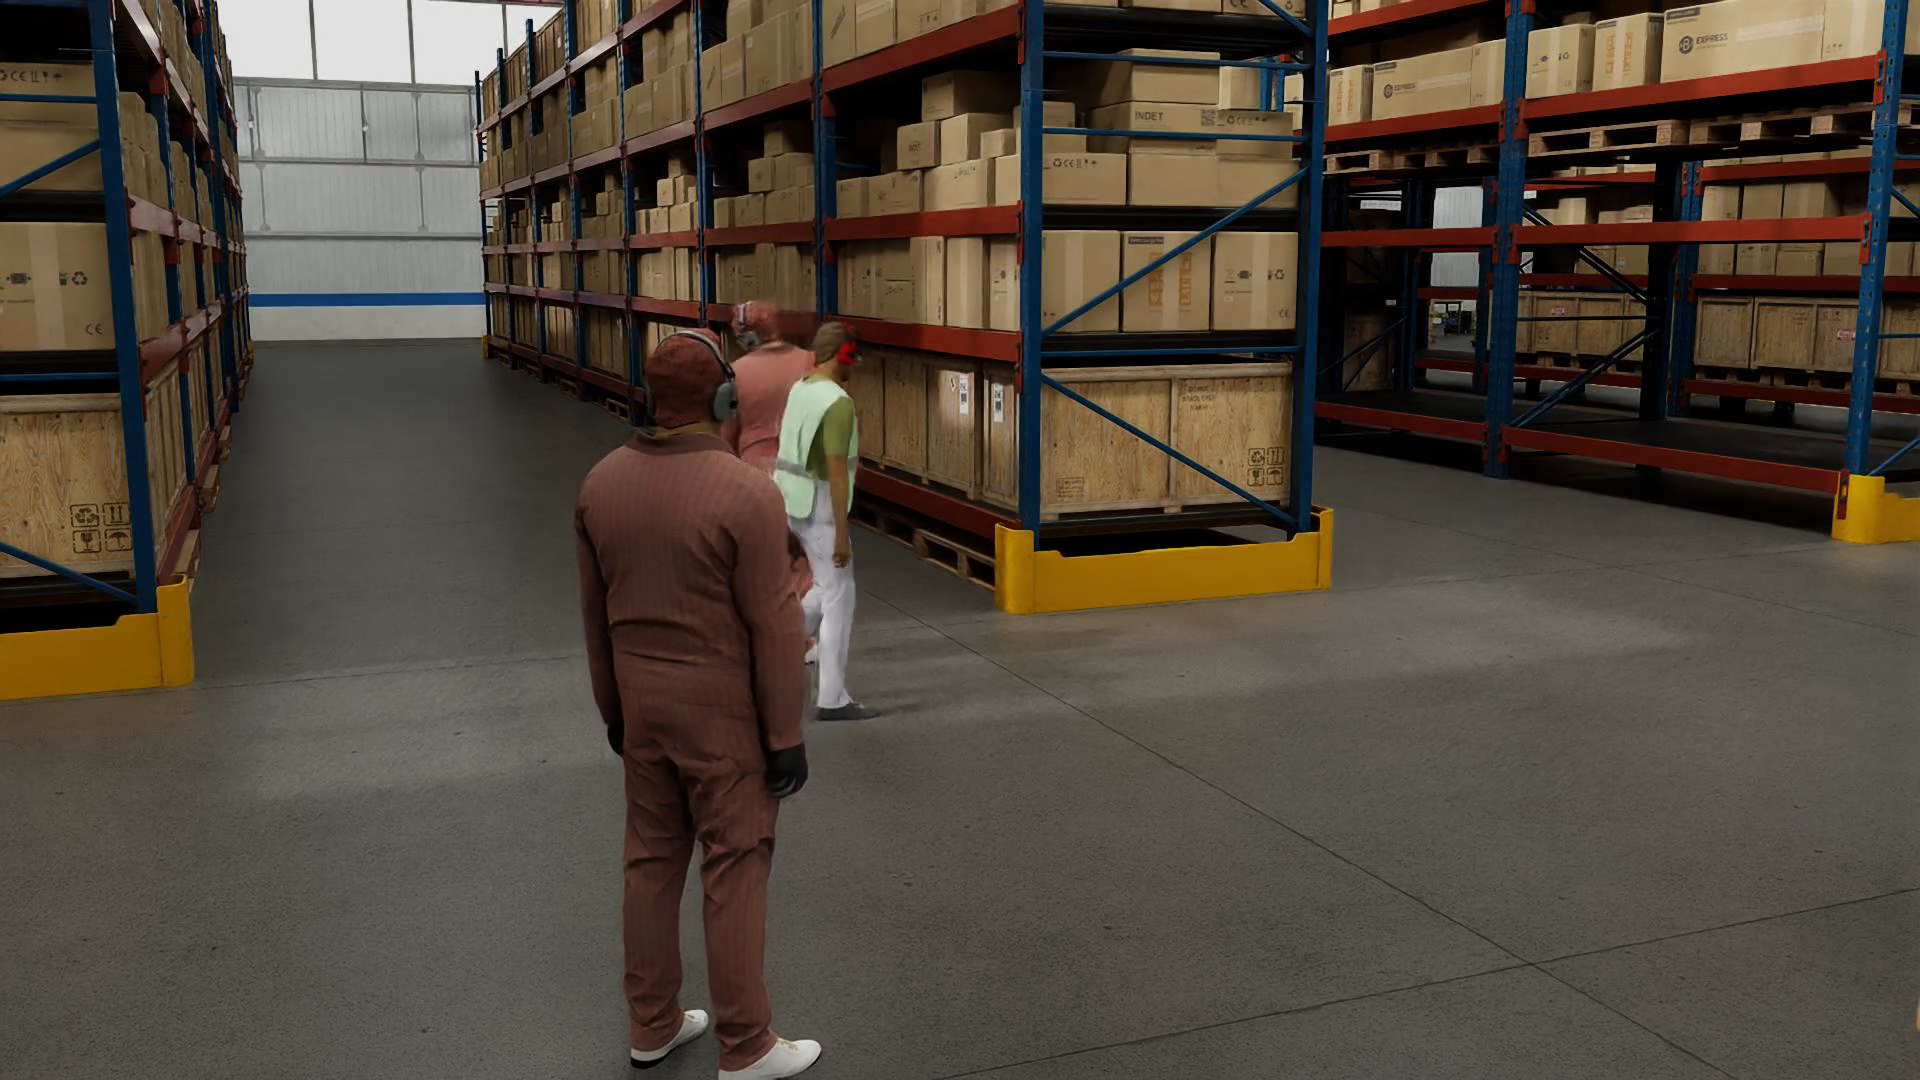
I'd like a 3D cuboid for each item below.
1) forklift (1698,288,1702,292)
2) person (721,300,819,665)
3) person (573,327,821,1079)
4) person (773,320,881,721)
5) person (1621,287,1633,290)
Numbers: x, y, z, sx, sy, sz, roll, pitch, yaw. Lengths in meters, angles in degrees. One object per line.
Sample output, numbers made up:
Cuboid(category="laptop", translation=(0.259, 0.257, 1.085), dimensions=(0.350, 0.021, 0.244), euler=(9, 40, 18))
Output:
Cuboid(category="forklift", translation=(12.047, -3.766, 26.421), dimensions=(1.129, 2.768, 1.873), euler=(5, 11, 27))
Cuboid(category="person", translation=(-0.944, -0.267, 8.467), dimensions=(0.743, 1.882, 0.417), euler=(-2, 10, -14))
Cuboid(category="person", translation=(-0.640, 0.428, 4.190), dimensions=(0.651, 1.913, 0.410), euler=(6, 11, 31))
Cuboid(category="person", translation=(-0.670, -0.089, 7.590), dimensions=(0.526, 1.819, 0.620), euler=(-5, 10, -25))
Cuboid(category="person", translation=(16.892, -5.925, 42.140), dimensions=(0.404, 1.945, 0.615), euler=(1, 10, 6))
